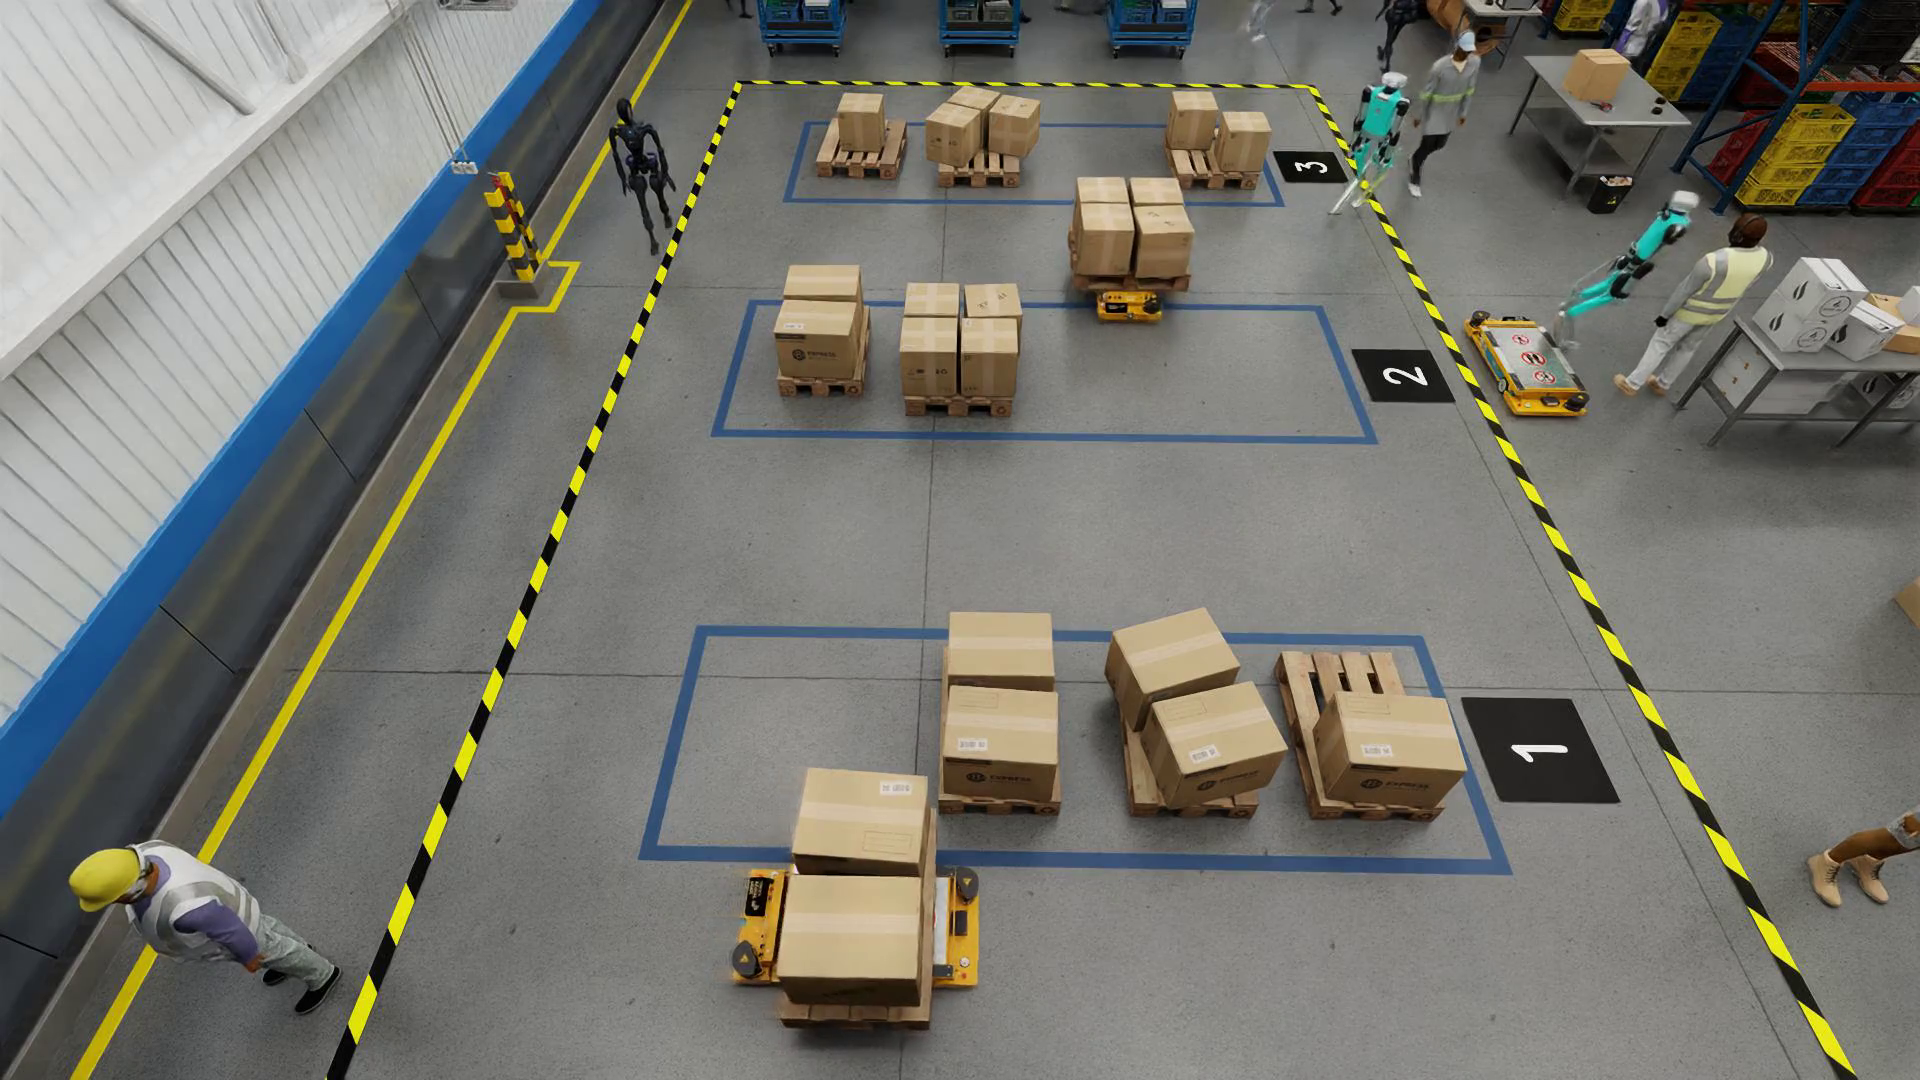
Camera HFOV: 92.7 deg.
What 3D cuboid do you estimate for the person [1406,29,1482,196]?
[{"bbox_3d":[5.726,-5.114,10.932,0.597,1.858,0.538,-7,50,-6],"label":"person"}]

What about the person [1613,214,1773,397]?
[{"bbox_3d":[6.645,-2.068,8.287,0.629,1.833,0.431,-2,49,-2],"label":"person"}]

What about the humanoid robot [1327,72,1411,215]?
[{"bbox_3d":[4.753,-4.495,10.433,0.547,1.702,0.994,37,58,27],"label":"humanoid robot"}]

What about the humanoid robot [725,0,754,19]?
[{"bbox_3d":[-3.658,-9.254,14.614,0.502,1.635,0.589,10,50,9],"label":"humanoid robot"}]

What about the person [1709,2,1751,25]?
[{"bbox_3d":[10.832,-7.475,12.960,0.455,1.846,0.524,-8,50,-7],"label":"person"}]

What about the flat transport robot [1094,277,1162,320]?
[{"bbox_3d":[1.798,-2.916,10.039,0.652,0.197,1.431,1,49,1],"label":"flat transport robot"}]

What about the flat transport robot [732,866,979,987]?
[{"bbox_3d":[-0.603,2.308,5.517,1.431,0.197,0.652,1,49,1],"label":"flat transport robot"}]

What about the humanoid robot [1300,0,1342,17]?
[{"bbox_3d":[6.027,-9.336,14.713,0.566,1.640,0.601,-4,49,-3],"label":"humanoid robot"}]

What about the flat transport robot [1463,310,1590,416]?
[{"bbox_3d":[5.573,-1.757,9.054,0.659,0.231,1.431,1,49,1],"label":"flat transport robot"}]

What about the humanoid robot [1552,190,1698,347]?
[{"bbox_3d":[6.105,-2.507,8.759,0.802,1.803,0.530,18,52,15],"label":"humanoid robot"}]

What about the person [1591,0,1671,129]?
[{"bbox_3d":[8.717,-6.321,11.833,0.613,2.040,0.388,-17,51,-15],"label":"person"}]

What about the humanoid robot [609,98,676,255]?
[{"bbox_3d":[-3.485,-4.073,10.168,0.589,1.642,0.781,-7,50,-6],"label":"humanoid robot"}]

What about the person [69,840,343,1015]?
[{"bbox_3d":[-3.857,2.013,4.763,0.587,1.822,0.403,27,54,21],"label":"person"}]

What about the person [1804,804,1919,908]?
[{"bbox_3d":[5.612,1.524,5.042,0.613,2.040,0.391,-2,49,-1],"label":"person"}]

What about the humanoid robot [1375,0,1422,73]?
[{"bbox_3d":[6.389,-7.750,13.335,0.599,1.630,0.759,-7,49,-6],"label":"humanoid robot"}]

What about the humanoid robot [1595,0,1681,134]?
[{"bbox_3d":[8.875,-6.213,11.978,0.321,1.660,0.597,32,56,25],"label":"humanoid robot"}]

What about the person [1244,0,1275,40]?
[{"bbox_3d":[4.810,-8.581,14.004,0.482,1.714,0.491,-29,55,-23],"label":"person"}]

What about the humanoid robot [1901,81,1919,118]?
[{"bbox_3d":[12.015,-5.527,11.410,0.855,1.872,0.538,-21,52,-17],"label":"humanoid robot"}]

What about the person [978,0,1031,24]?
[{"bbox_3d":[0.633,-9.171,14.402,1.001,1.887,0.544,15,51,13],"label":"person"}]

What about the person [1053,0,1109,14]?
[{"bbox_3d":[2.048,-9.434,14.691,0.888,1.805,0.572,19,52,16],"label":"person"}]
